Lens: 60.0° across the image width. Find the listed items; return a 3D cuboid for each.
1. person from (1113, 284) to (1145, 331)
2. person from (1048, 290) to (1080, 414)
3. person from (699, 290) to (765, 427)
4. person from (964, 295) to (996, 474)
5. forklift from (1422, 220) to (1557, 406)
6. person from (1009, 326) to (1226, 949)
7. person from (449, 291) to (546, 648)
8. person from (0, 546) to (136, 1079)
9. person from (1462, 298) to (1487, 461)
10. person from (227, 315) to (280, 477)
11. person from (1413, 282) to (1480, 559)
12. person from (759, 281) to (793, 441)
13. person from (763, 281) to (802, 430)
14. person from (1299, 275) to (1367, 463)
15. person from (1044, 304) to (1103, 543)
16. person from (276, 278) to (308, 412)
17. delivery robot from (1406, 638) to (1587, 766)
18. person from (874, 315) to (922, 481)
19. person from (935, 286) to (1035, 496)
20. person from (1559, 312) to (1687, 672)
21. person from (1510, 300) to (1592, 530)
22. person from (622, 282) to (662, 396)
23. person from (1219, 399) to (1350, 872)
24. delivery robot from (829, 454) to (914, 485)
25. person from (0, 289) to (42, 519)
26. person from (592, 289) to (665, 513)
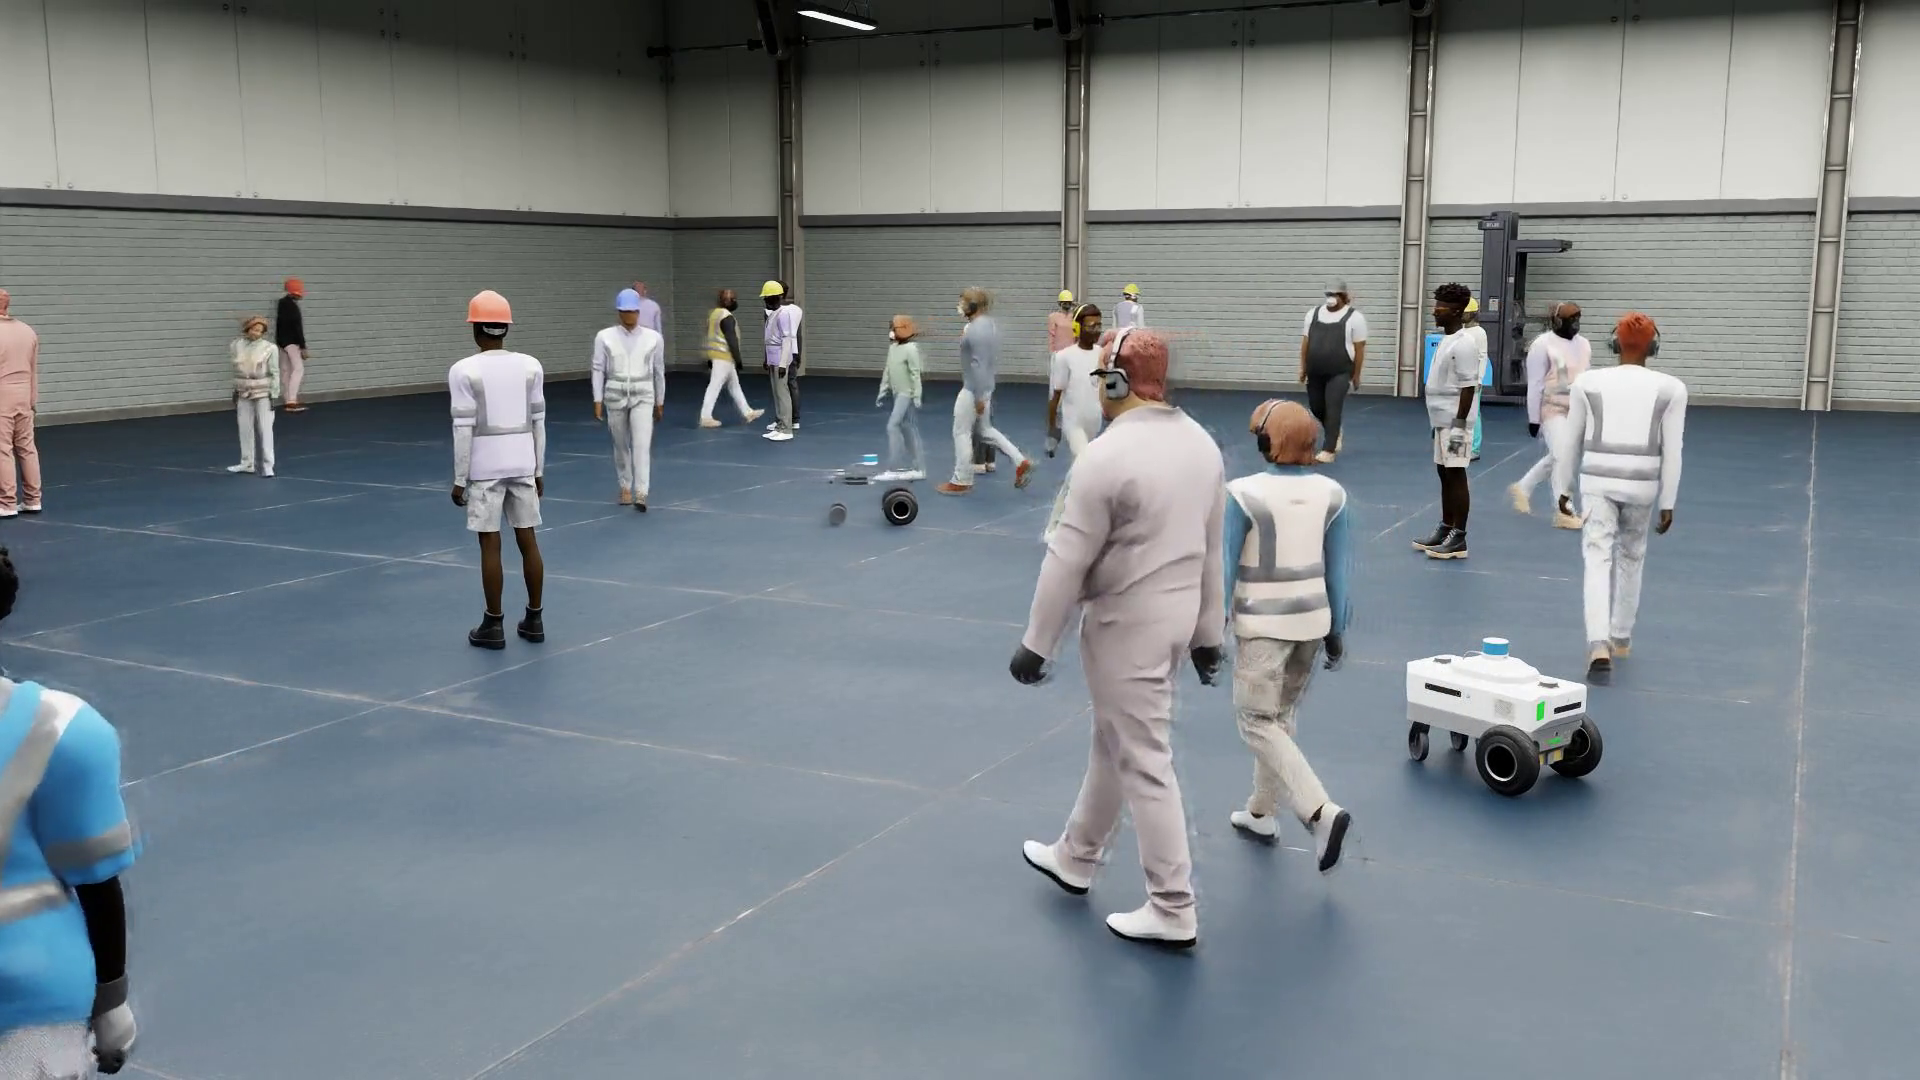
[{"bbox_3d":[2.819,-3.332,27.615,0.593,1.828,0.403,8,12,39],"label":"person"},{"bbox_3d":[1.506,-2.714,23.997,0.523,1.769,0.319,-4,10,-23],"label":"person"},{"bbox_3d":[-3.049,-2.407,22.045,0.970,1.785,0.646,-4,10,-21],"label":"person"},{"bbox_3d":[0.184,-1.609,16.941,0.328,1.844,0.513,5,11,30],"label":"person"},{"bbox_3d":[8.245,-3.527,25.720,1.873,2.768,1.129,5,10,27],"label":"forklift"},{"bbox_3d":[0.444,0.284,5.173,0.834,1.874,0.652,7,12,38],"label":"person"},{"bbox_3d":[-2.536,-0.388,9.126,0.542,1.939,0.364,-8,12,-40],"label":"person"},{"bbox_3d":[-1.657,0.760,2.860,0.535,1.674,0.764,1,9,5],"label":"person"},{"bbox_3d":[5.475,-1.745,18.028,0.325,1.765,0.533,-3,10,-20],"label":"person"},{"bbox_3d":[-7.046,-1.429,16.561,0.644,1.605,0.397,1,9,9],"label":"person"},{"bbox_3d":[3.526,-0.863,11.966,0.369,1.967,0.600,0,9,2],"label":"person"},{"bbox_3d":[-2.219,-2.165,20.123,0.373,1.922,0.593,-3,10,-20],"label":"person"},{"bbox_3d":[-2.279,-2.385,21.504,0.373,1.916,0.596,9,13,44],"label":"person"},{"bbox_3d":[4.059,-1.868,18.071,0.687,2.000,0.843,7,12,37],"label":"person"},{"bbox_3d":[0.899,-0.789,11.998,0.519,1.816,0.975,-8,12,-41],"label":"person"},{"bbox_3d":[-9.766,-2.841,24.275,0.377,1.941,0.709,-9,13,-44],"label":"person"},{"bbox_3d":[2.192,0.646,6.844,0.477,0.478,0.707,-7,11,-35],"label":"delivery robot"},{"bbox_3d":[-0.651,-1.376,16.239,0.695,1.610,0.508,-4,10,-23],"label":"person"},{"bbox_3d":[0.231,-1.365,15.256,0.847,1.912,0.637,1,9,7],"label":"person"},{"bbox_3d":[3.410,-0.253,8.593,0.579,1.845,0.955,3,10,19],"label":"person"},{"bbox_3d":[4.815,-1.037,13.506,0.621,1.818,0.822,-6,11,-33],"label":"person"},{"bbox_3d":[-5.097,-3.198,26.665,0.645,1.877,0.854,-4,10,-21],"label":"person"},{"bbox_3d":[1.140,0.322,5.748,0.515,1.611,0.714,-4,10,-26],"label":"person"},{"bbox_3d":[-0.726,-0.586,13.644,0.698,0.223,0.335,-1,9,-4],"label":"delivery robot"},{"bbox_3d":[-7.986,-1.143,13.875,0.408,1.906,0.653,2,9,12],"label":"person"},{"bbox_3d":[-2.845,-1.205,14.330,0.604,1.894,1.050,-1,9,-8],"label":"person"}]
